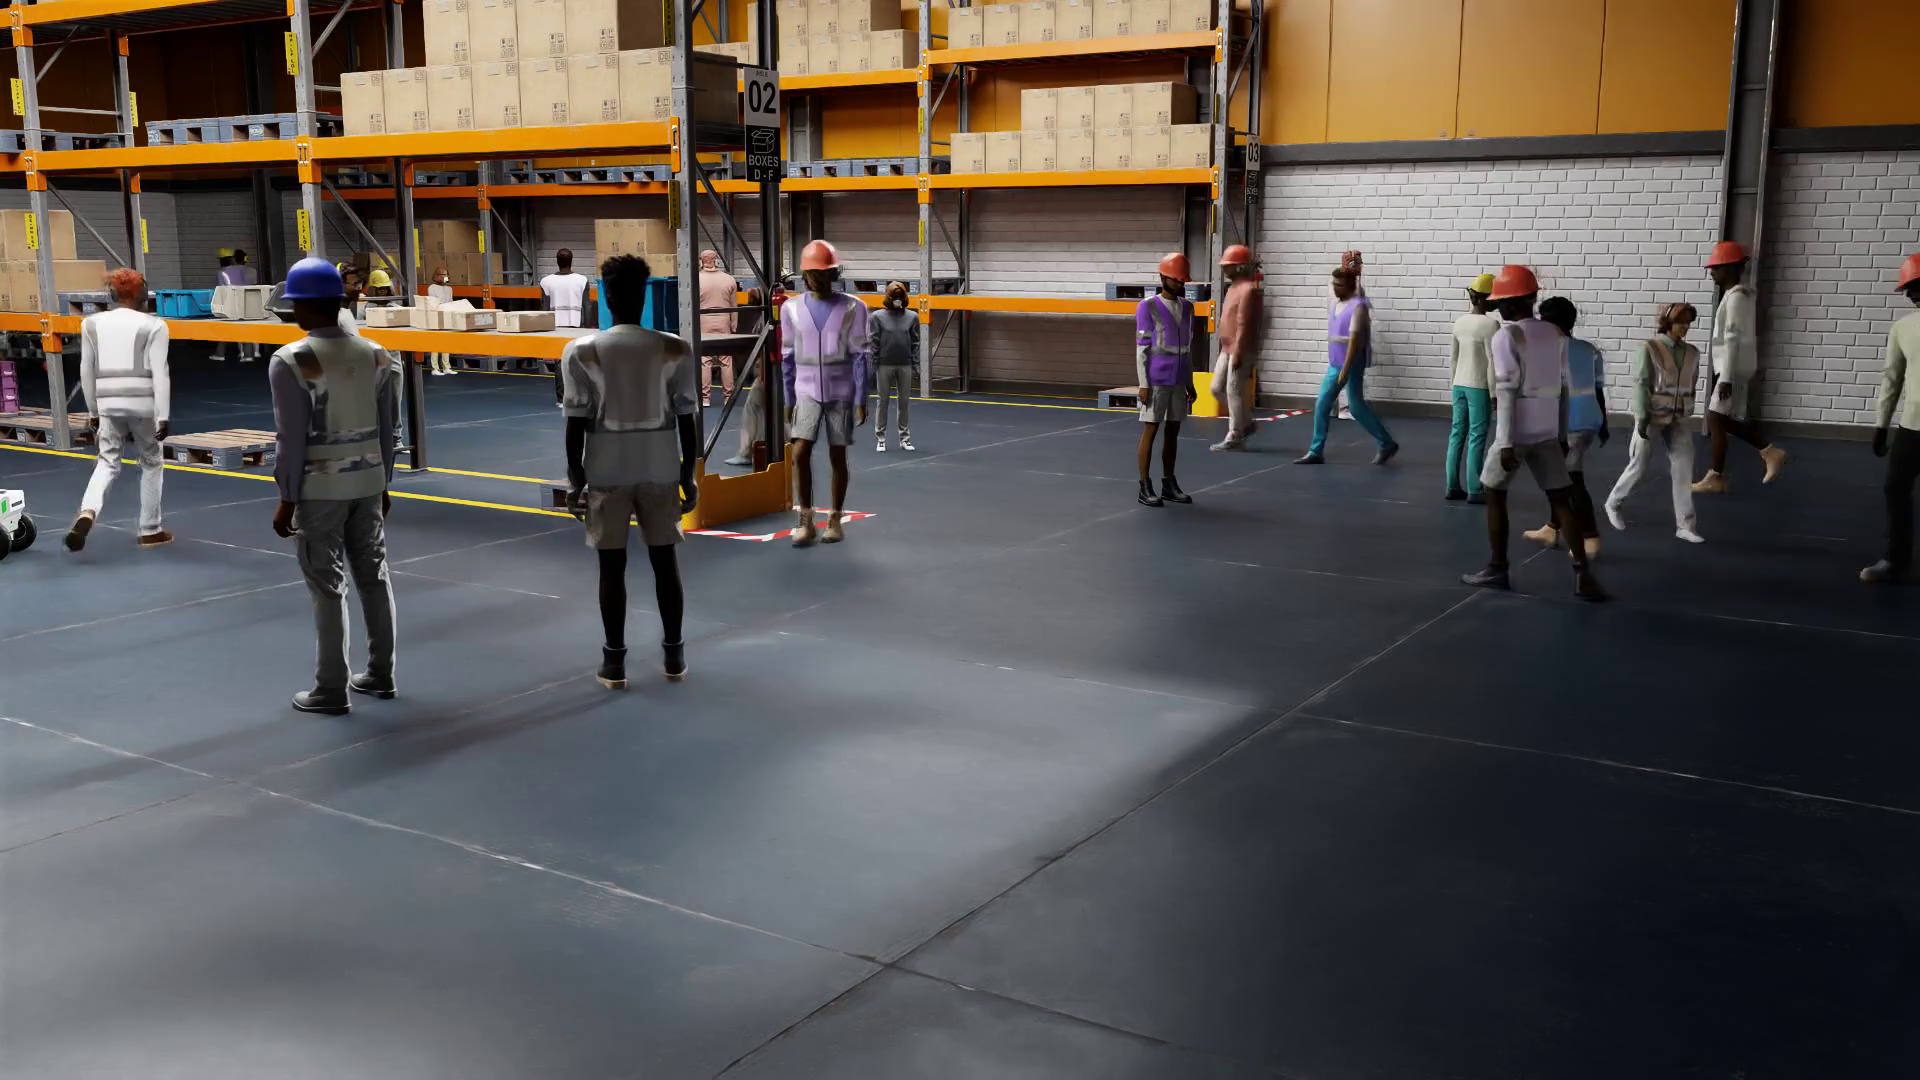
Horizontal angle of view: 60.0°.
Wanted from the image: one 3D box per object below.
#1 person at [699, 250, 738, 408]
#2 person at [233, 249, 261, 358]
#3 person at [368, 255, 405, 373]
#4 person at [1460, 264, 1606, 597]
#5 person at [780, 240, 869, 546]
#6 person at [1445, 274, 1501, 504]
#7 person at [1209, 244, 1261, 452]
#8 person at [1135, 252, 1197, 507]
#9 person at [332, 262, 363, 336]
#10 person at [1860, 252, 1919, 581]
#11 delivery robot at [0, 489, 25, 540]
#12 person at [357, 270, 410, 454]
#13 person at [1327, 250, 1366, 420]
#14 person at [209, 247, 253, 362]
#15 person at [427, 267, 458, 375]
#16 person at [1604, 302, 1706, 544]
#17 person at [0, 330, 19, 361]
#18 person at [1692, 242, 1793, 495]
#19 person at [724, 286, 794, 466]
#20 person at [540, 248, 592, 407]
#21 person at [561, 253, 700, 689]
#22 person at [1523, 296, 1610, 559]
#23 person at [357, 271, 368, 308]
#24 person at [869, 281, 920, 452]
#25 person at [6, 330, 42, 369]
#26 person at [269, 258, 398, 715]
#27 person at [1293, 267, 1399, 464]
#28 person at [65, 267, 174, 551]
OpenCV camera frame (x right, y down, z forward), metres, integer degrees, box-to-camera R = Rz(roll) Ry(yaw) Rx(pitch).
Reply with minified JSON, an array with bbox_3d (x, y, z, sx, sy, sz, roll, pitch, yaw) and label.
[{"bbox_3d":[-3.010,-2.554,20.175,0.636,1.902,0.406,-4,11,-22],"label":"person"},{"bbox_3d":[-12.339,-4.066,28.650,0.535,1.865,0.310,-6,12,-28],"label":"person"},{"bbox_3d":[-8.668,-3.421,25.294,0.611,1.795,0.648,2,10,11],"label":"person"},{"bbox_3d":[3.322,-0.608,9.464,0.618,1.896,0.750,-5,11,-25],"label":"person"},{"bbox_3d":[-0.902,-0.949,10.961,0.609,2.022,0.689,1,10,6],"label":"person"},{"bbox_3d":[3.990,-1.162,12.840,0.328,1.765,0.527,-4,11,-20],"label":"person"},{"bbox_3d":[2.631,-1.817,15.862,0.440,1.976,0.626,-2,10,-9],"label":"person"},{"bbox_3d":[1.595,-1.222,12.715,0.543,1.928,0.374,-7,12,-32],"label":"person"},{"bbox_3d":[-4.345,-1.029,11.807,0.329,1.871,0.513,-2,10,-9],"label":"person"},{"bbox_3d":[5.615,-0.663,9.569,0.422,1.952,0.702,-7,12,-33],"label":"person"},{"bbox_3d":[-6.359,-0.191,10.549,0.707,0.478,0.477,-2,10,-9],"label":"delivery robot"},{"bbox_3d":[-5.399,-1.650,15.595,0.493,1.743,0.314,-10,14,-43],"label":"person"},{"bbox_3d":[4.387,-2.306,18.778,0.405,1.906,0.653,-2,10,-12],"label":"person"},{"bbox_3d":[-12.163,-3.897,27.655,0.884,1.891,0.613,5,12,27],"label":"person"},{"bbox_3d":[-7.783,-3.286,25.001,0.273,1.629,0.502,5,11,26],"label":"person"},{"bbox_3d":[4.780,-0.818,11.343,0.520,1.610,0.768,-2,10,-12],"label":"person"},{"bbox_3d":[-12.404,-2.749,21.240,0.538,1.910,0.592,6,12,30],"label":"person"},{"bbox_3d":[6.199,-1.345,13.162,0.700,2.015,0.646,5,11,24],"label":"person"},{"bbox_3d":[-1.824,-1.458,14.902,0.737,1.610,0.545,0,10,-2],"label":"person"},{"bbox_3d":[-4.757,-2.559,20.148,0.587,1.920,0.395,-1,10,-7],"label":"person"},{"bbox_3d":[-1.487,-0.308,7.548,0.612,1.962,0.365,-4,11,-19],"label":"person"},{"bbox_3d":[3.873,-0.724,10.659,0.550,1.652,0.778,-7,12,-33],"label":"person"},{"bbox_3d":[-6.749,-2.194,18.766,0.322,1.688,0.531,4,11,19],"label":"person"},{"bbox_3d":[-0.623,-1.659,15.954,0.497,1.633,0.288,-3,11,-17],"label":"person"},{"bbox_3d":[-14.718,-3.417,25.830,0.510,1.573,0.870,5,11,27],"label":"person"},{"bbox_3d":[-2.693,-0.228,7.150,0.398,1.944,0.617,5,12,27],"label":"person"},{"bbox_3d":[3.524,-1.557,14.956,0.903,1.800,0.554,-3,11,-16],"label":"person"},{"bbox_3d":[-5.427,-0.819,10.714,0.609,1.854,0.785,0,10,1],"label":"person"}]
